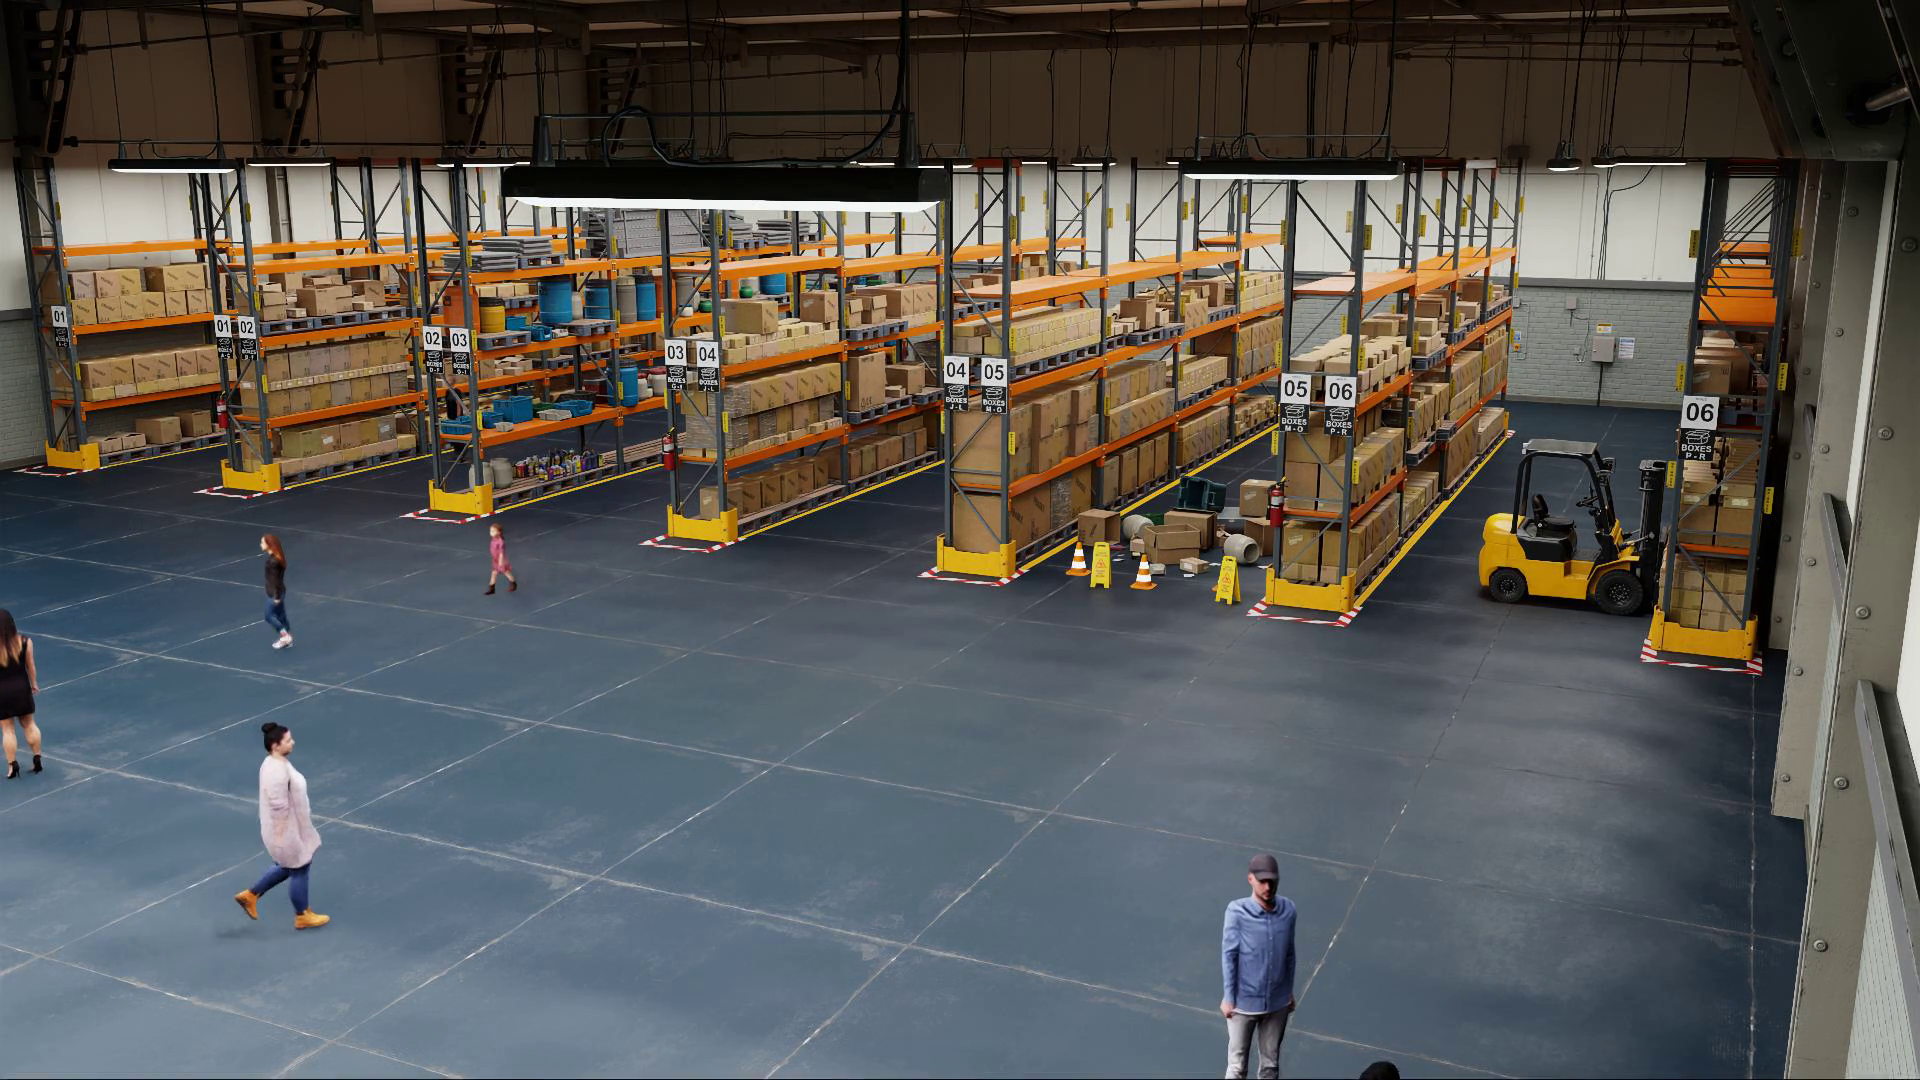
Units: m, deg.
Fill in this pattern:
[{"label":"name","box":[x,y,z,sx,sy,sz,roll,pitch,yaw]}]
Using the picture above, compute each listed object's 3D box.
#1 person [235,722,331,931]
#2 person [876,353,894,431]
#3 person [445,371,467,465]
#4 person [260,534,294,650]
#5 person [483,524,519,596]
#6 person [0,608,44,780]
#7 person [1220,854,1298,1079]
[{"label":"person","box":[-5.400,2.274,13.115,1.057,1.727,0.992,-5,14,-20]},{"label":"person","box":[-1.601,-3.321,37.213,0.633,1.755,0.726,7,15,27]},{"label":"person","box":[-10.112,-2.465,33.269,0.740,1.867,0.767,-11,17,-40]},{"label":"person","box":[-8.446,0.644,20.722,0.717,1.472,0.656,-5,14,-19]},{"label":"person","box":[-6.431,0.265,23.396,0.545,1.004,0.791,11,17,39]},{"label":"person","box":[-9.363,1.513,16.425,0.663,1.717,0.787,-12,18,-43]},{"label":"person","box":[1.857,2.835,10.340,0.736,1.887,0.764,-3,13,-12]}]
